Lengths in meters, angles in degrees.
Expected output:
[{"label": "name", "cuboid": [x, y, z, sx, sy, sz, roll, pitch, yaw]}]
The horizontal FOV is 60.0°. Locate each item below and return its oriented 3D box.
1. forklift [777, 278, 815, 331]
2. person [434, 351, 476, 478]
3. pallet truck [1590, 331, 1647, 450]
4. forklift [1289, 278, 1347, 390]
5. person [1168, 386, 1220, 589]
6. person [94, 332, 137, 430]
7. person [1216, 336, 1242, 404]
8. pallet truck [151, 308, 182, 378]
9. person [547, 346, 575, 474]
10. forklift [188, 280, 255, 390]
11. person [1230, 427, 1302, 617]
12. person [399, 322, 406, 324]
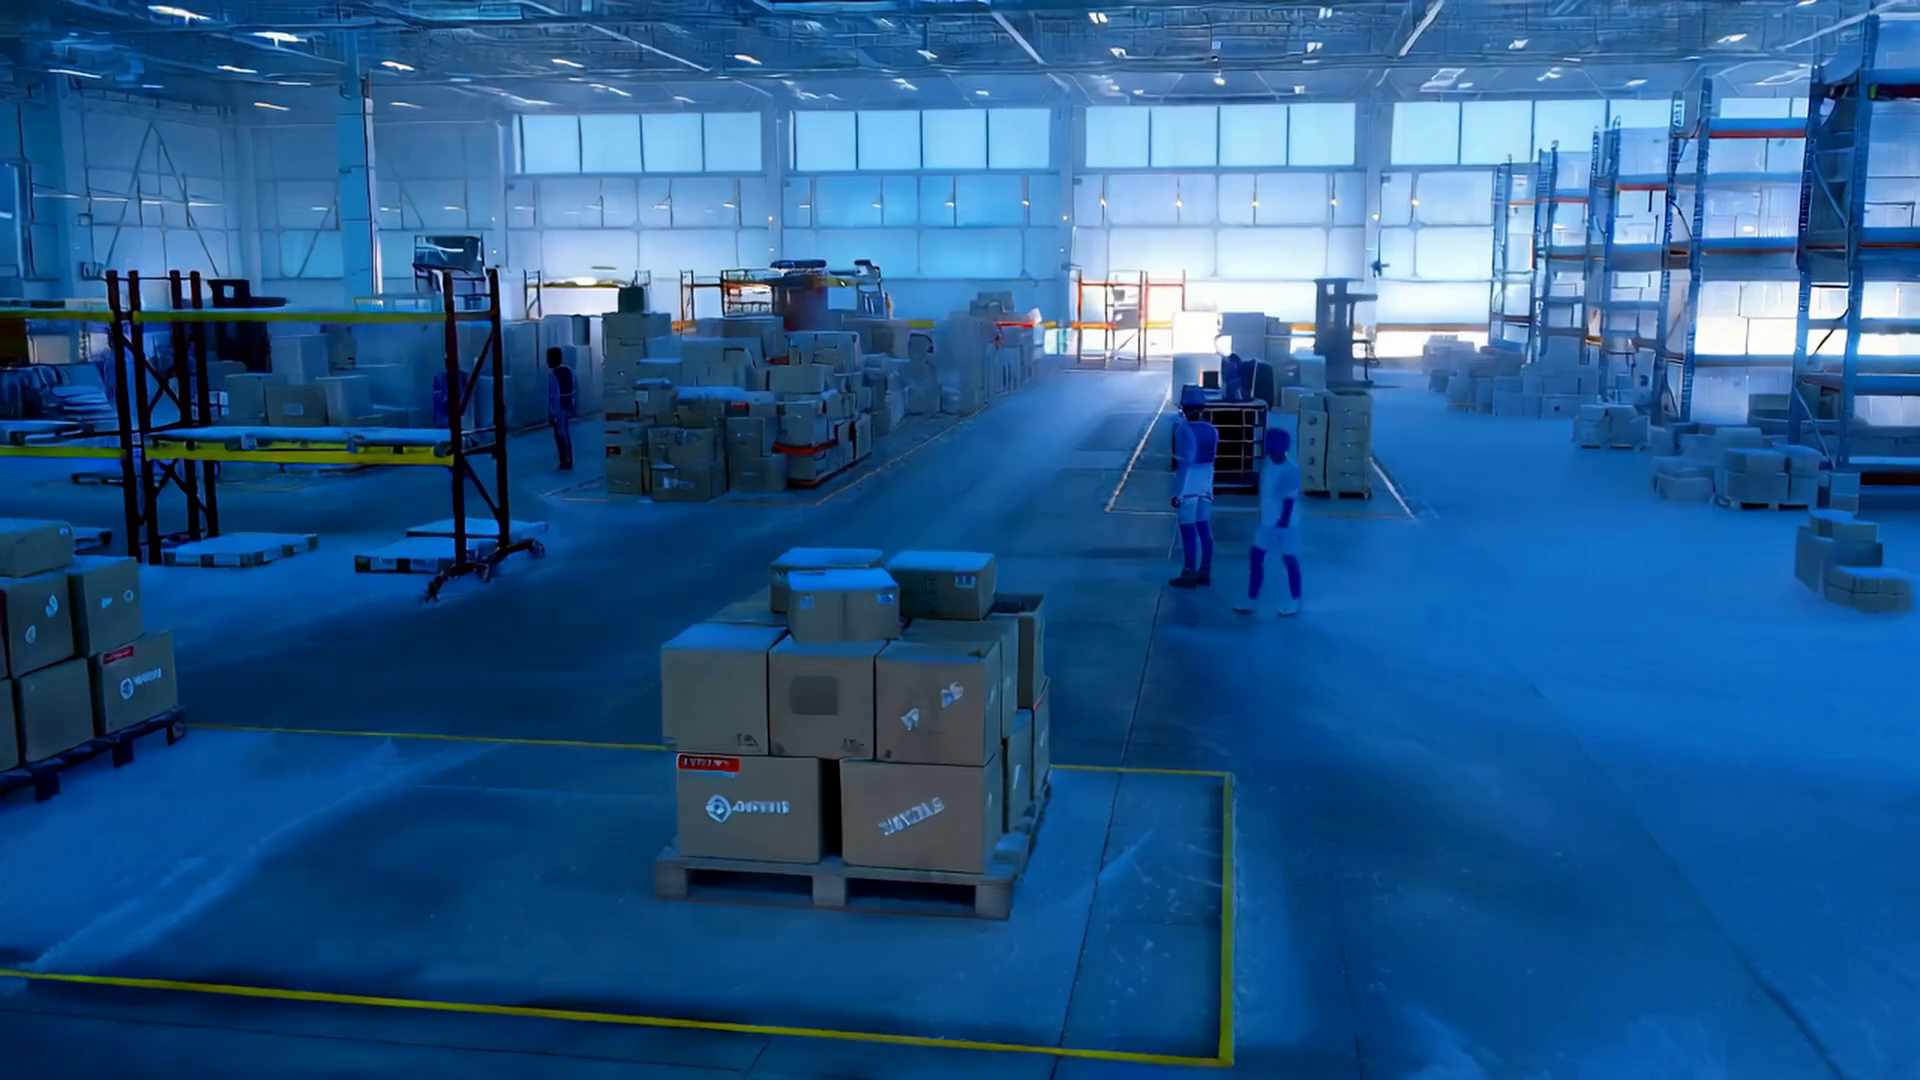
[{"label": "forklift", "cuboid": [-4.287, -5.473, 43.668, 1.129, 2.768, 1.873, -4, 10, -23]}, {"label": "person", "cuboid": [-7.515, -1.888, 24.598, 0.569, 1.888, 0.957, -7, 12, -37]}, {"label": "pallet truck", "cuboid": [11.253, -2.573, 28.499, 0.823, 1.965, 1.885, 5, 10, 27]}, {"label": "forklift", "cuboid": [9.427, -5.284, 42.505, 1.129, 2.768, 1.873, -8, 12, -41]}, {"label": "person", "cuboid": [2.222, -0.504, 15.919, 0.551, 1.936, 0.356, -8, 12, -41]}, {"label": "person", "cuboid": [-15.871, -2.950, 31.205, 1.072, 1.878, 0.644, 8, 12, 41]}, {"label": "person", "cuboid": [4.678, -2.565, 28.710, 0.393, 1.928, 0.781, 5, 11, 30]}, {"label": "pallet truck", "cuboid": [-21.869, -5.598, 47.154, 0.823, 1.965, 1.885, 4, 10, 26]}, {"label": "person", "cuboid": [-5.959, -1.932, 24.792, 0.393, 1.919, 0.590, 1, 9, 5]}, {"label": "forklift", "cuboid": [-15.708, -4.216, 35.914, 1.129, 2.768, 1.873, 5, 10, 28]}, {"label": "person", "cuboid": [2.693, -0.141, 14.472, 0.735, 1.665, 0.553, -4, 10, -23]}, {"label": "person", "cuboid": [-15.232, -5.258, 45.452, 0.348, 1.878, 0.579, 1, 9, 4]}]
